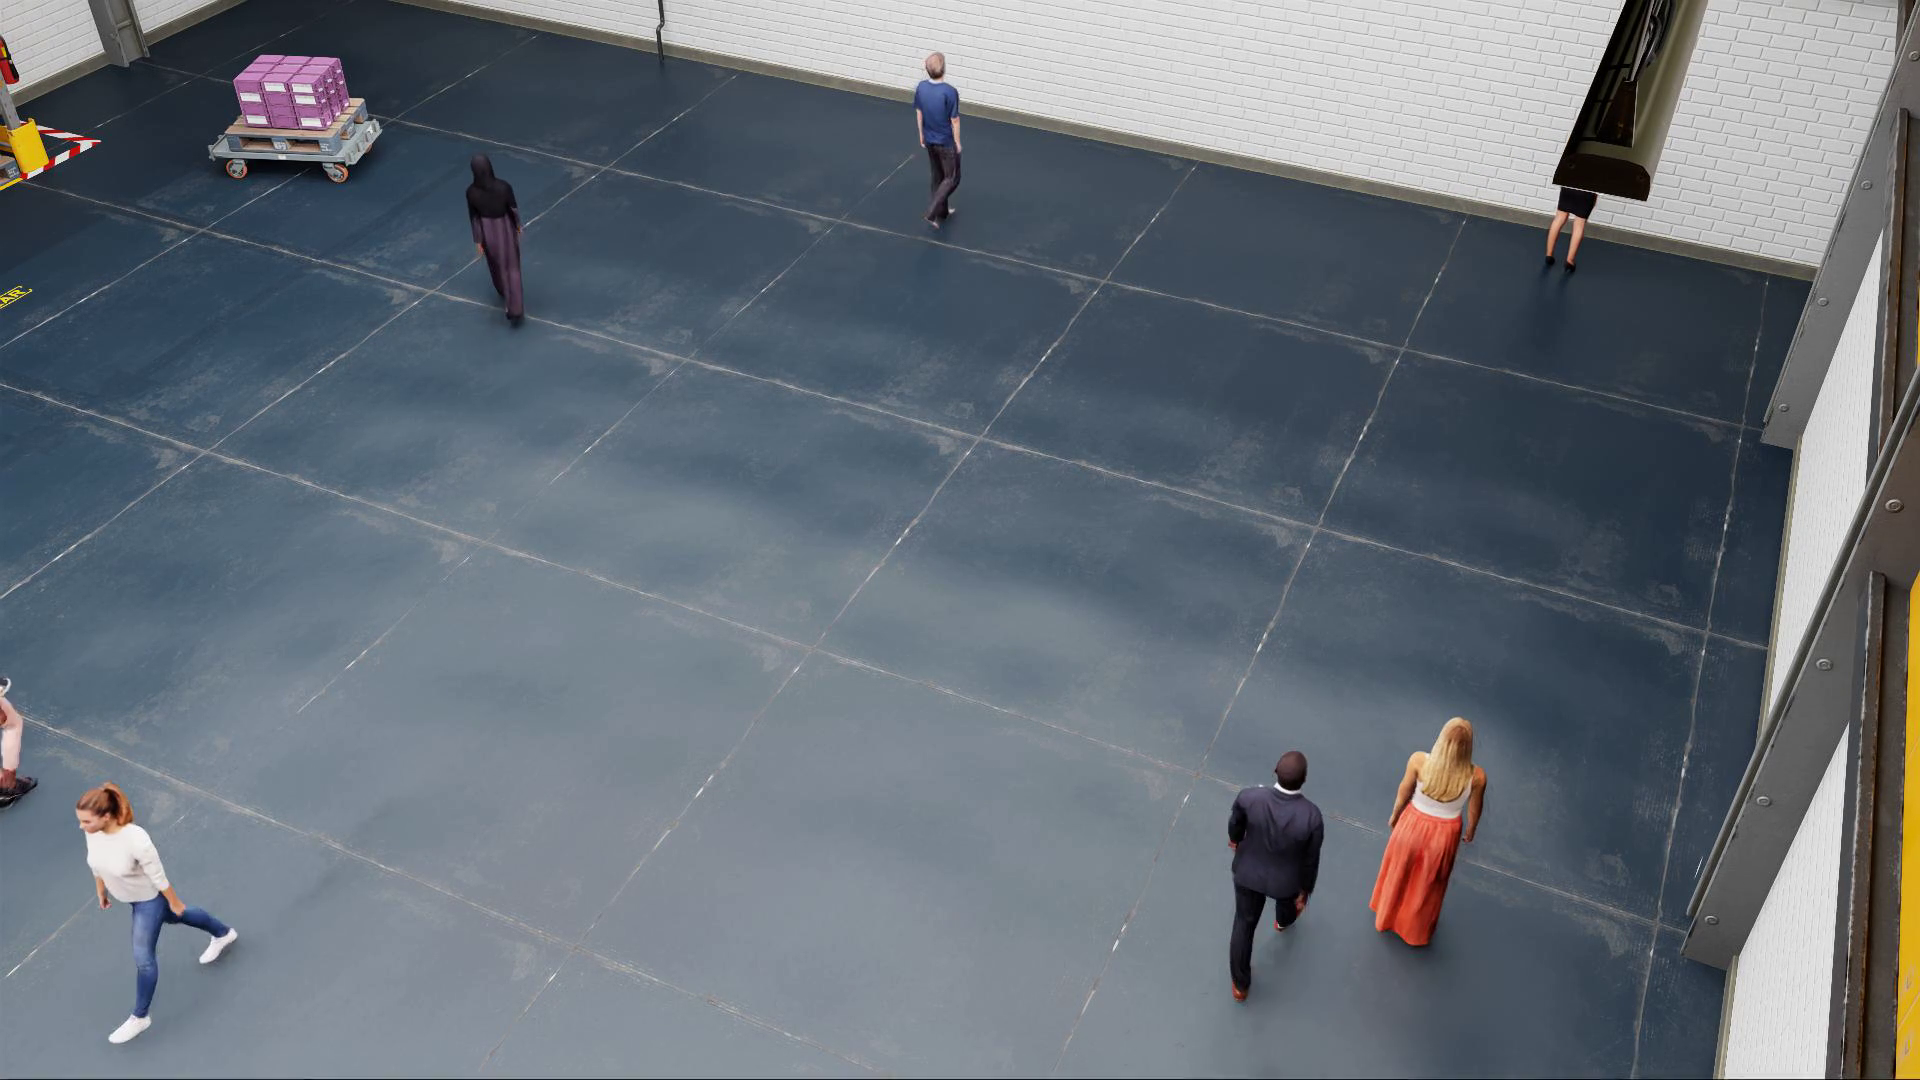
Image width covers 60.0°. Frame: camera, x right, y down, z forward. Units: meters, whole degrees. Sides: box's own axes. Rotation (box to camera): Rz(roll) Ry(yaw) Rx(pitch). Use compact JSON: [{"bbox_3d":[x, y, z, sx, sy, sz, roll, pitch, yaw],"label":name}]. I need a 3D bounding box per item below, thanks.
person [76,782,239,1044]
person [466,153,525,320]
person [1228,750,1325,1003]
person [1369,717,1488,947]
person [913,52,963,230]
[{"bbox_3d":[-4.603,1.988,9.535,0.701,1.666,1.165,20,43,24],"label":"person"},{"bbox_3d":[-4.342,-2.845,15.633,0.968,1.608,1.173,-4,39,-6],"label":"person"},{"bbox_3d":[1.738,1.956,9.473,0.722,1.793,1.074,14,41,17],"label":"person"},{"bbox_3d":[2.755,1.738,9.739,0.630,1.802,0.568,16,41,19],"label":"person"},{"bbox_3d":[-0.236,-4.012,16.892,0.756,1.860,0.943,23,44,26],"label":"person"}]
